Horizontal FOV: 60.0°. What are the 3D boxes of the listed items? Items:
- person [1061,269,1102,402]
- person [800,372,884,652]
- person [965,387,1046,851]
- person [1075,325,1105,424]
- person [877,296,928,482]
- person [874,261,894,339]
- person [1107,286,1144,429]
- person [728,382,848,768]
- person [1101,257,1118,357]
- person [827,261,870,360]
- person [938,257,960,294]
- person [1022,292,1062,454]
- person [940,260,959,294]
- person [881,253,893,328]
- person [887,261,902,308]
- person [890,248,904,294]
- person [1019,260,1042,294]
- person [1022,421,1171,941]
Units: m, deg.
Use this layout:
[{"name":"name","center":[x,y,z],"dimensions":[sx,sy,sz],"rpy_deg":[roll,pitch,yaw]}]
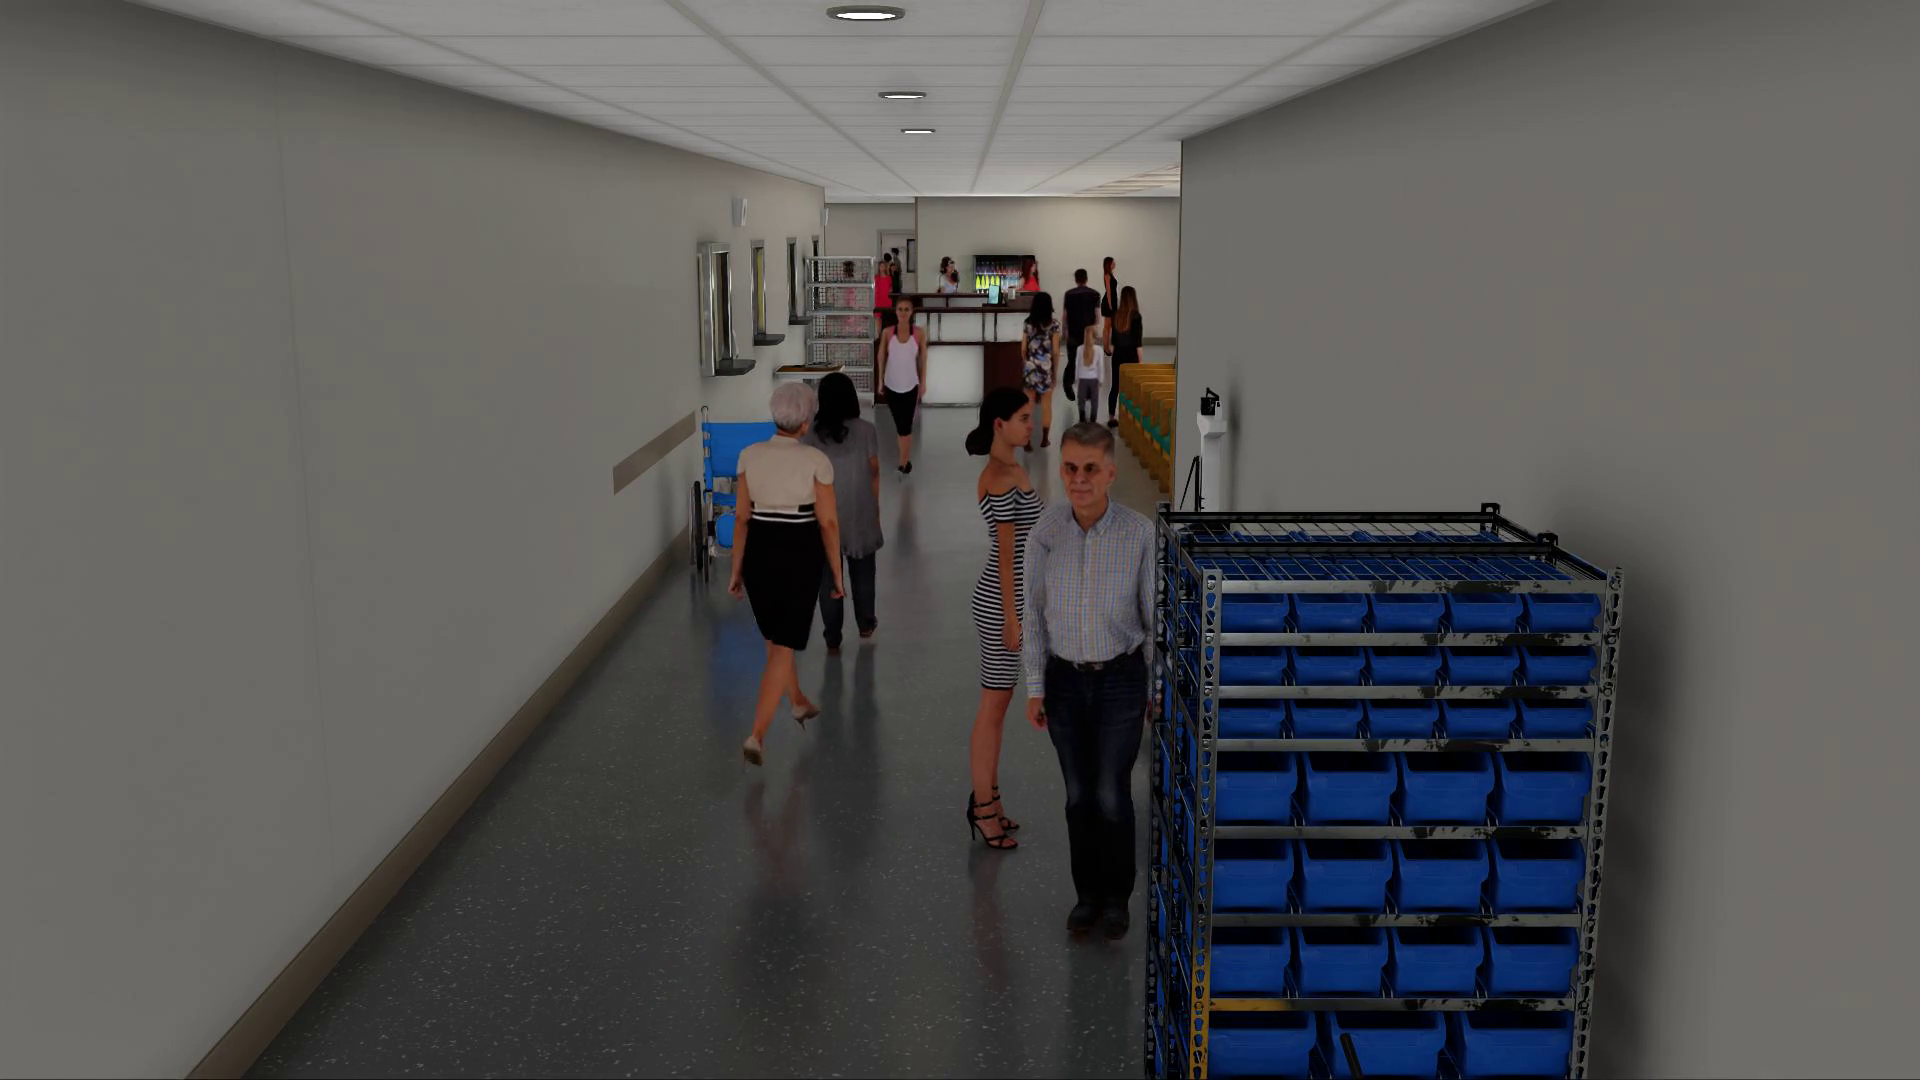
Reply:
[{"name":"person","center":[1.643,-2.783,22.841],"dimensions":[1.195,1.817,1.046],"rpy_deg":[4,11,20]},{"name":"person","center":[-0.694,-0.148,9.562],"dimensions":[0.745,1.592,0.709],"rpy_deg":[0,11,2]},{"name":"person","center":[0.160,0.299,6.586],"dimensions":[0.561,1.822,0.627],"rpy_deg":[1,11,7]},{"name":"person","center":[1.502,-1.884,19.572],"dimensions":[0.765,1.270,0.615],"rpy_deg":[1,11,6]},{"name":"person","center":[-0.541,-1.415,15.872],"dimensions":[1.127,1.729,0.773],"rpy_deg":[1,11,8]},{"name":"person","center":[-1.570,-4.805,33.850],"dimensions":[1.004,1.685,0.751],"rpy_deg":[-2,11,-13]},{"name":"person","center":[1.985,-2.203,20.082],"dimensions":[0.676,1.708,0.745],"rpy_deg":[9,14,40]},{"name":"person","center":[-0.821,0.205,7.431],"dimensions":[1.132,1.693,0.926],"rpy_deg":[3,11,15]},{"name":"person","center":[2.806,-4.391,31.270],"dimensions":[0.603,1.834,0.631],"rpy_deg":[3,11,15]},{"name":"person","center":[-1.886,-4.080,29.847],"dimensions":[1.102,1.754,0.668],"rpy_deg":[1,11,3]},{"name":"person","center":[-0.161,-4.698,32.976],"dimensions":[0.960,1.801,0.883],"rpy_deg":[6,12,28]},{"name":"person","center":[0.811,-1.754,17.754],"dimensions":[1.135,1.693,0.811],"rpy_deg":[2,11,12]},{"name":"person","center":[-0.285,-4.183,30.325],"dimensions":[0.943,1.779,0.998],"rpy_deg":[-10,15,-43]},{"name":"person","center":[-1.744,-6.014,40.013],"dimensions":[0.638,1.765,0.729],"rpy_deg":[-4,12,-21]},{"name":"person","center":[-1.557,-5.525,37.786],"dimensions":[0.729,1.633,0.809],"rpy_deg":[-8,13,-36]},{"name":"person","center":[-1.519,-6.503,42.381],"dimensions":[1.139,1.842,0.715],"rpy_deg":[0,11,1]},{"name":"person","center":[1.190,-4.093,29.759],"dimensions":[0.731,1.813,0.797],"rpy_deg":[-10,14,-41]},{"name":"person","center":[0.479,0.468,5.761],"dimensions":[0.716,1.798,0.807],"rpy_deg":[4,11,20]}]
